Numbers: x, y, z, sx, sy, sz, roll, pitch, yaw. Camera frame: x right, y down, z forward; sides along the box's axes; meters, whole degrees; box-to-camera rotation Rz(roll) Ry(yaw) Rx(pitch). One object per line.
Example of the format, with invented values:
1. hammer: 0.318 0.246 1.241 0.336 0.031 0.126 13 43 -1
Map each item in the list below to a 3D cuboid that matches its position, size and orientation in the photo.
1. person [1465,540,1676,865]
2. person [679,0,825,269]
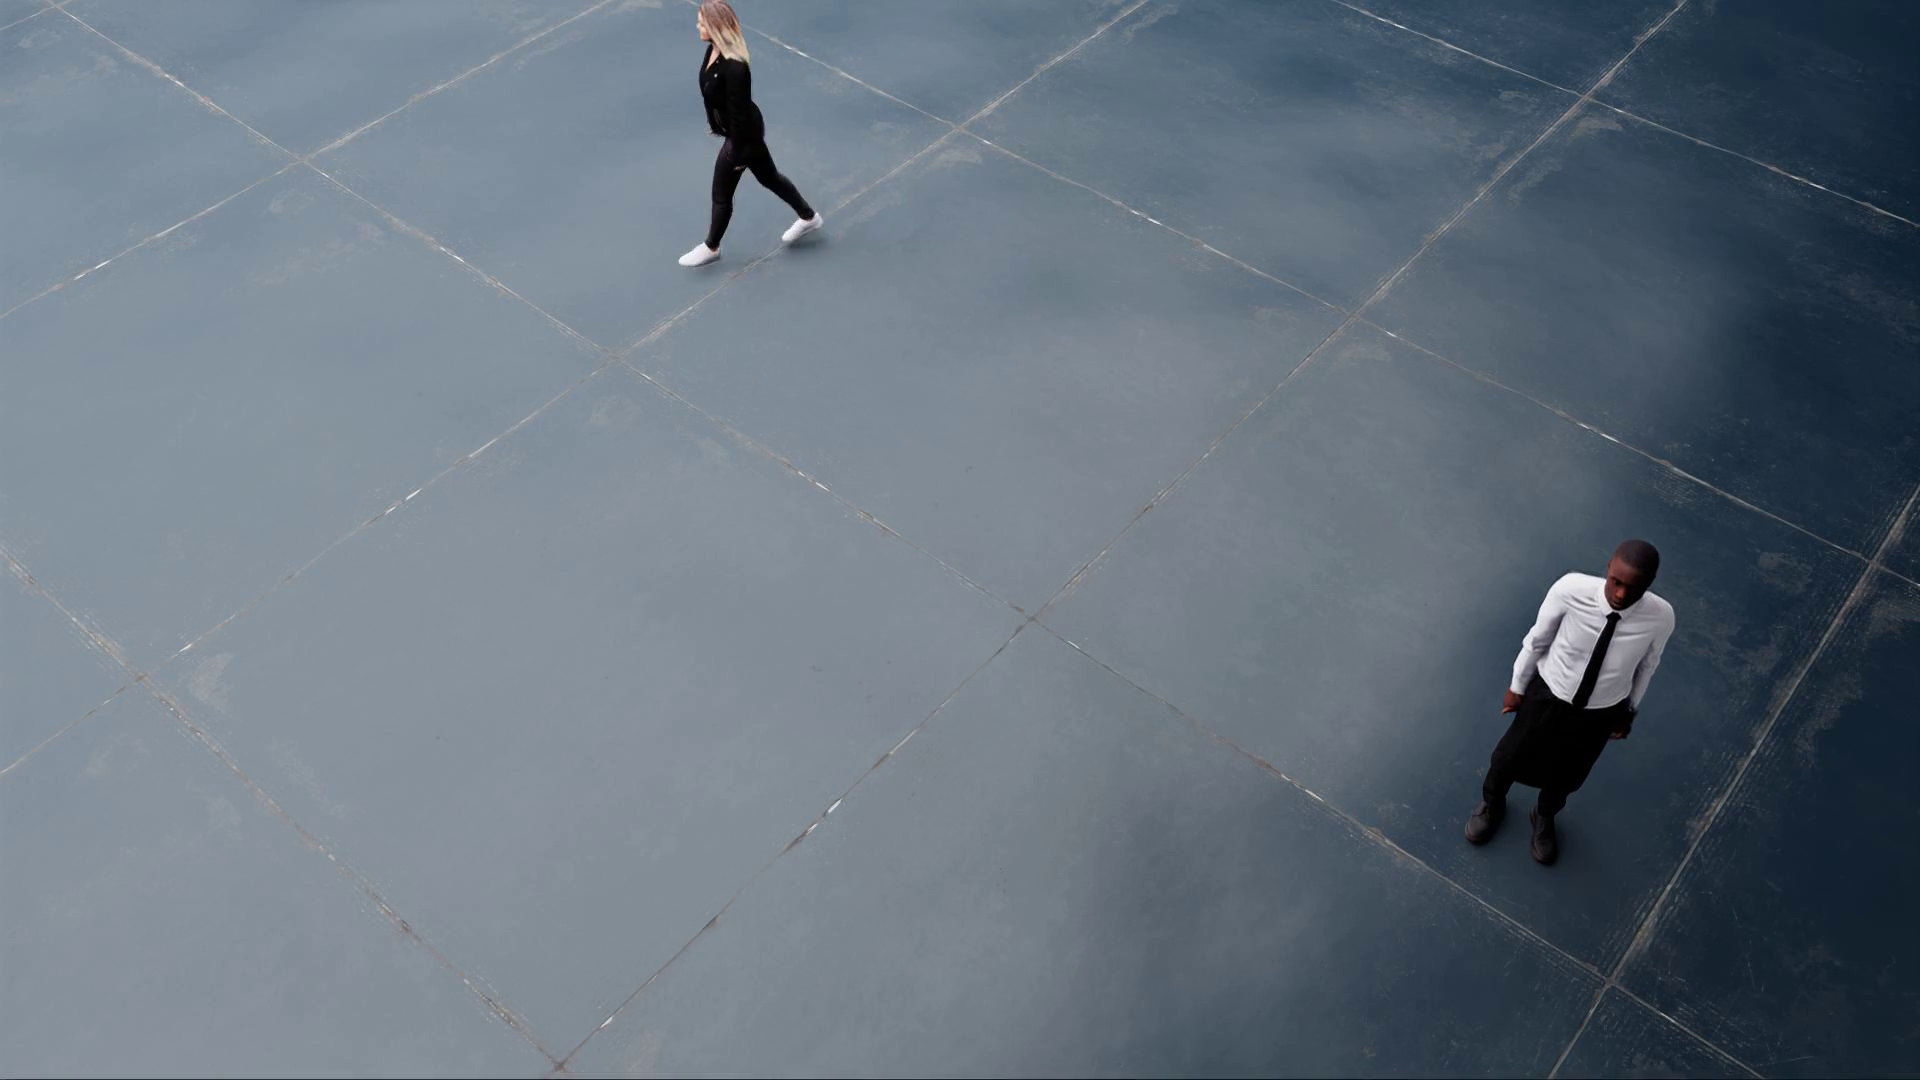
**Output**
1. person: 2.441 0.634 6.611 0.710 1.835 0.650 15 49 14
2. person: -1.148 -2.295 9.454 1.195 1.636 0.989 -14 49 -13
